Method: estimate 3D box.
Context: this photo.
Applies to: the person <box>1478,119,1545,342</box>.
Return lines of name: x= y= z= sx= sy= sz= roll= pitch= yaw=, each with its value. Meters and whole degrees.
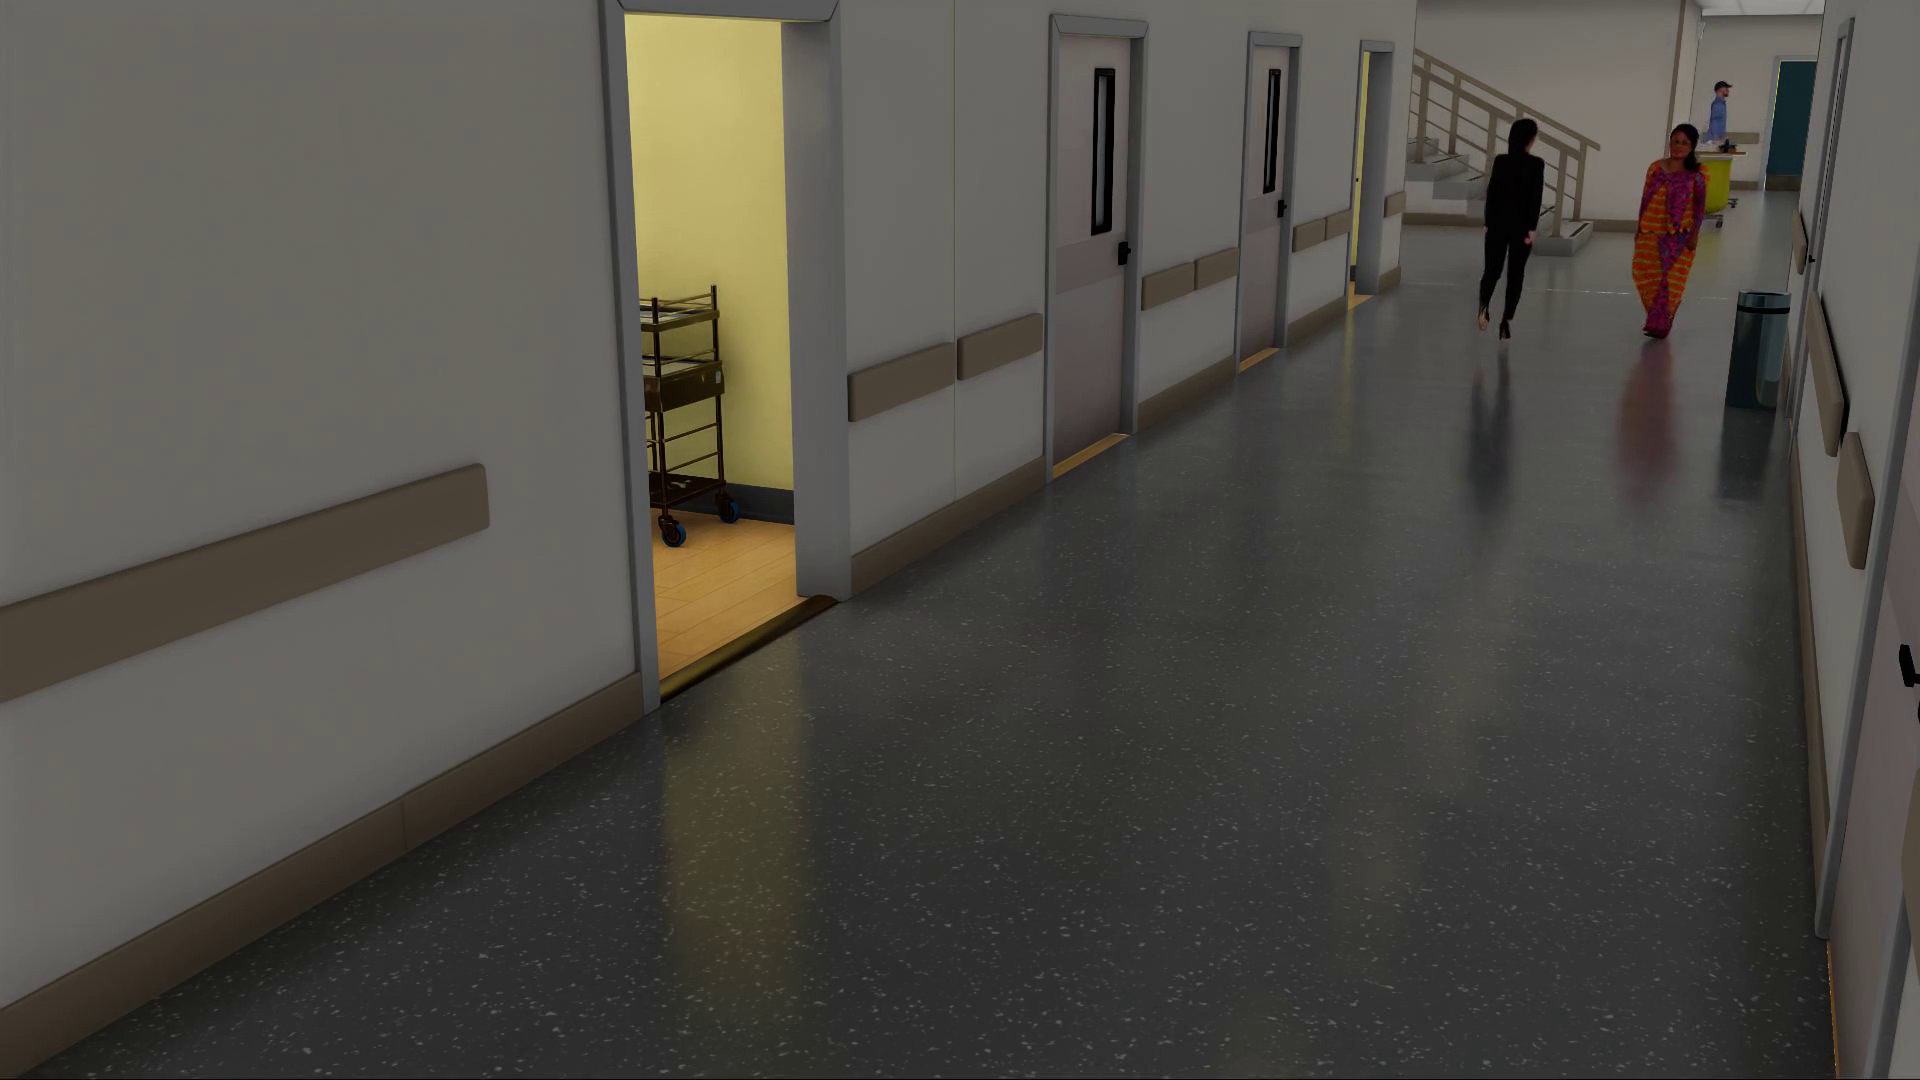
person: x=4.142 y=-2.300 z=12.584 sx=0.994 sy=1.681 sz=0.698 roll=9 pitch=18 yaw=29

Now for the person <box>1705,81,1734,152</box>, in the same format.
person: x=12.771 y=-6.820 z=28.256 sx=0.847 sy=1.878 sz=0.702 roll=9 pitch=18 yaw=30

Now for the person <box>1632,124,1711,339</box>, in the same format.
person: x=5.606 y=-2.437 z=13.105 sx=0.842 sy=1.662 sz=0.851 roll=13 pitch=21 yaw=39
